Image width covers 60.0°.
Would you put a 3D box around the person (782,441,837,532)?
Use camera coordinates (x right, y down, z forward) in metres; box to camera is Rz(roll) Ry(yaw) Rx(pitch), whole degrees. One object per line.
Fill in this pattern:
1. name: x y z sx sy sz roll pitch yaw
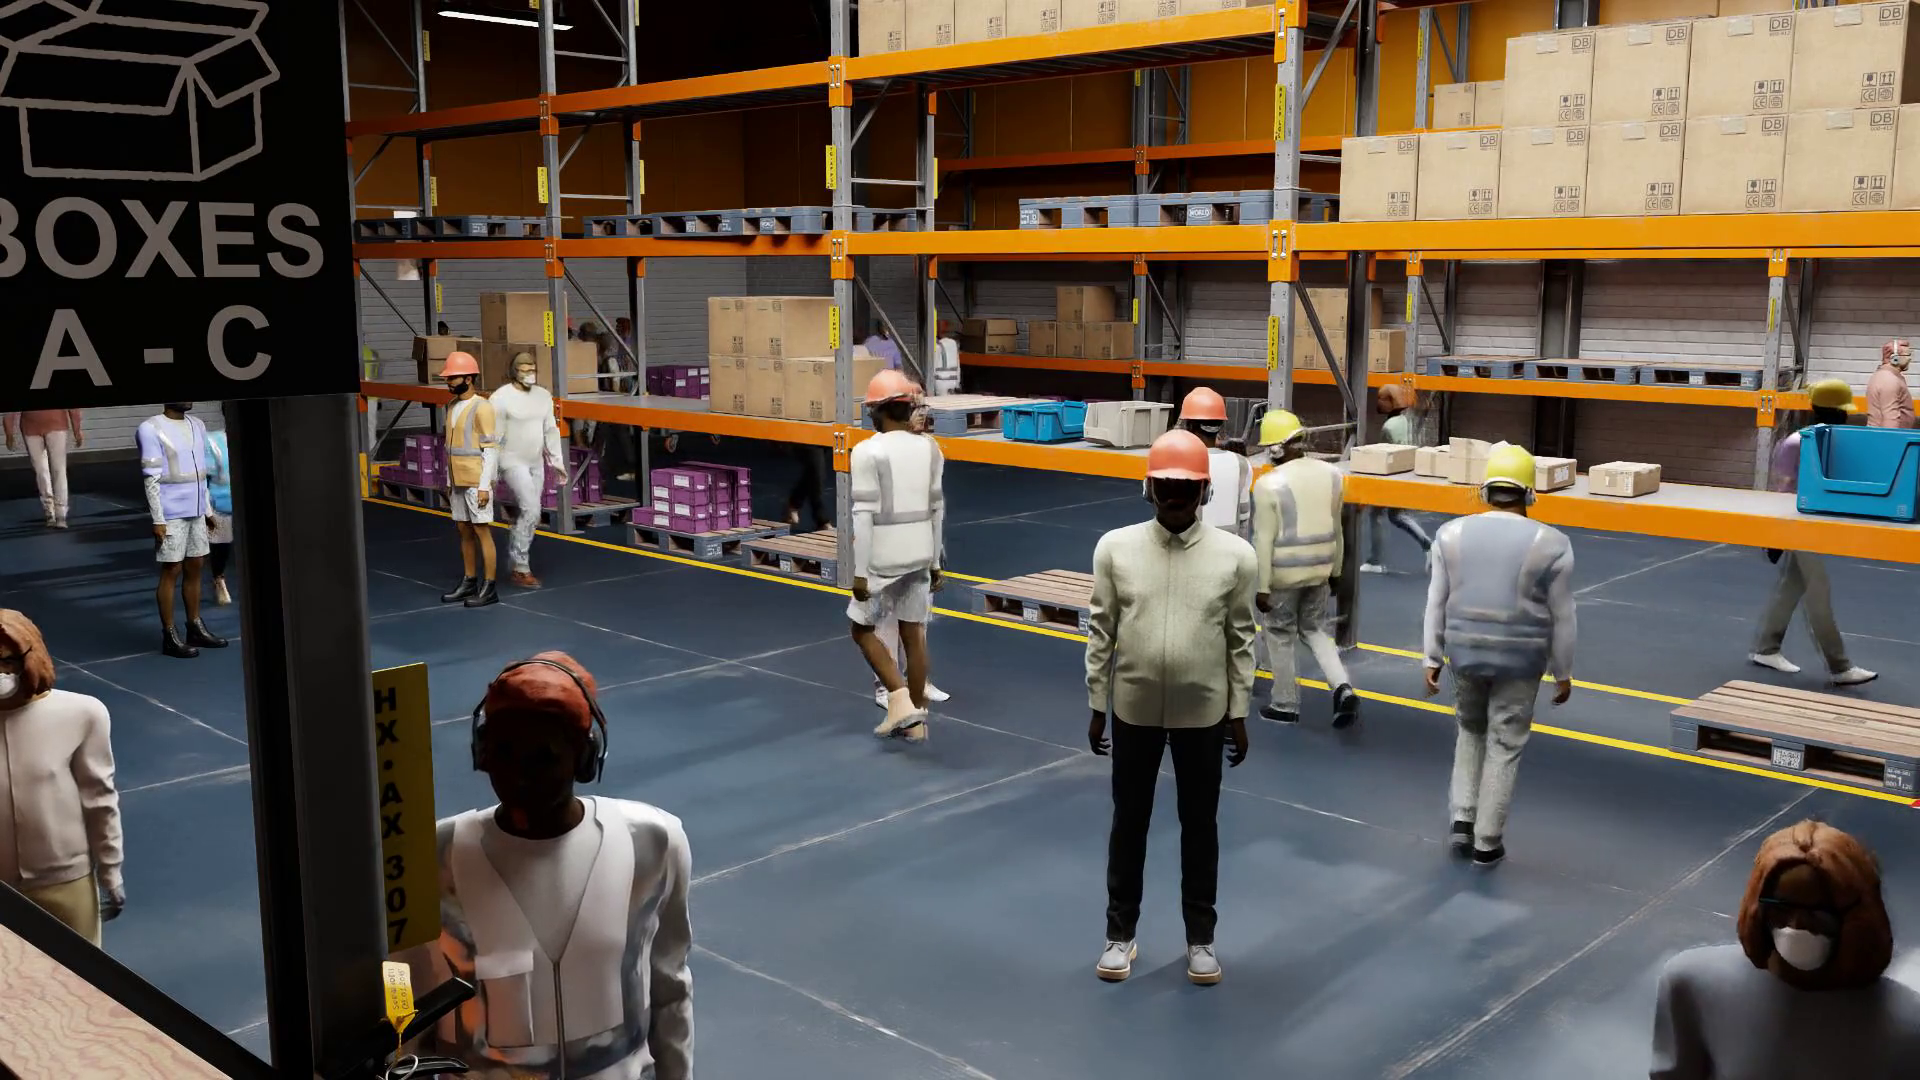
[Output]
1. person: -1.477 -1.095 16.225 0.909 2.000 0.689 8 12 40

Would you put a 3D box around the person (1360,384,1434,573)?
1. person: 3.677 -0.503 13.906 0.651 1.610 0.500 6 11 31

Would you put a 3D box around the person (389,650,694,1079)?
1. person: -0.759 1.128 3.083 0.575 1.882 0.361 -4 10 -25

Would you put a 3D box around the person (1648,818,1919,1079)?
1. person: 1.487 1.273 2.994 0.505 1.620 0.434 7 12 38

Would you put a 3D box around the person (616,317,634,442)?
1. person: -4.908 -2.364 24.600 0.380 1.845 0.570 -2 9 -11

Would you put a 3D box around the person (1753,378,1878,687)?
1. person: 5.369 -0.049 10.272 0.612 1.880 0.947 -6 11 -31

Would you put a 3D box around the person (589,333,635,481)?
1. person: -4.306 -1.577 19.915 0.979 1.789 0.511 -3 10 -17

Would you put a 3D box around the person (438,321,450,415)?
1. person: -6.897 -1.985 22.234 0.537 1.860 0.312 -8 12 -40

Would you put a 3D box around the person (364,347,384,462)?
1. person: -7.746 -1.815 21.465 0.638 1.792 0.950 -4 10 -24

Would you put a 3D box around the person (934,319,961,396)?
1. person: -0.251 -2.145 23.180 0.418 1.870 0.613 7 12 37

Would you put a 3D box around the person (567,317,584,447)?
1. person: -4.630 -1.611 19.457 0.645 2.020 0.454 -6 11 -34

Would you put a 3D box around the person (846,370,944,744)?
1. person: -0.342 0.102 8.938 0.625 2.020 0.525 -8 12 -40

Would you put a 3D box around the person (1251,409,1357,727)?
1. person: 1.887 0.190 9.101 0.641 1.792 0.642 -5 10 -26

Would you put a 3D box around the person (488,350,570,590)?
1. person: -3.462 -0.558 13.333 0.610 1.909 0.623 5 10 27

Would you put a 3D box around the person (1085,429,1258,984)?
1. person: 0.751 0.599 5.975 0.610 1.997 0.375 1 9 7

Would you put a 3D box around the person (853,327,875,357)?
1. person: -1.461 -1.847 21.539 0.644 1.800 0.915 -8 12 -40

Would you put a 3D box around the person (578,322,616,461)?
1. person: -4.645 -1.784 20.947 0.630 1.884 0.949 -4 10 -23

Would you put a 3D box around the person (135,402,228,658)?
1. person: -5.155 -0.199 11.033 0.351 1.942 0.547 2 10 15

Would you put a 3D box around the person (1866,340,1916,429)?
1. person: 8.592 -0.892 15.390 0.406 1.910 0.639 3 10 17

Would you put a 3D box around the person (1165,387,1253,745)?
1. person: 1.285 0.154 8.884 0.551 1.935 0.375 -5 11 -30

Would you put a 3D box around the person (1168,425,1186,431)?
1. person: 1.454 0.102 10.185 0.695 1.614 0.508 7 12 38

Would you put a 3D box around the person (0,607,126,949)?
1. person: -2.651 0.987 4.732 0.502 1.627 0.270 -5 10 -26

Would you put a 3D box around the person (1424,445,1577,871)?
1. person: 2.329 0.500 7.137 0.612 1.812 0.522 6 11 34

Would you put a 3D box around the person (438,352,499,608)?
1. person: -3.745 -0.458 12.637 0.545 1.938 0.361 8 12 40

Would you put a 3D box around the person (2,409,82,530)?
1. person: -8.958 -1.055 16.201 0.661 1.960 0.884 -3 10 -20

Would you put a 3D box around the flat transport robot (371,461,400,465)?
1. flat transport robot: -6.906 -0.815 19.918 1.431 0.197 0.652 -4 10 -26

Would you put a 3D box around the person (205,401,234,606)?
1. person: -5.395 -0.279 12.346 0.530 1.670 0.798 -7 12 -36

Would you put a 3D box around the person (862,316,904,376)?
1. person: -1.012 -2.057 22.469 0.650 1.923 0.507 -8 12 -40

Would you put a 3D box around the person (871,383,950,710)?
1. person: -0.294 0.039 9.685 0.410 1.909 0.643 7 11 35
